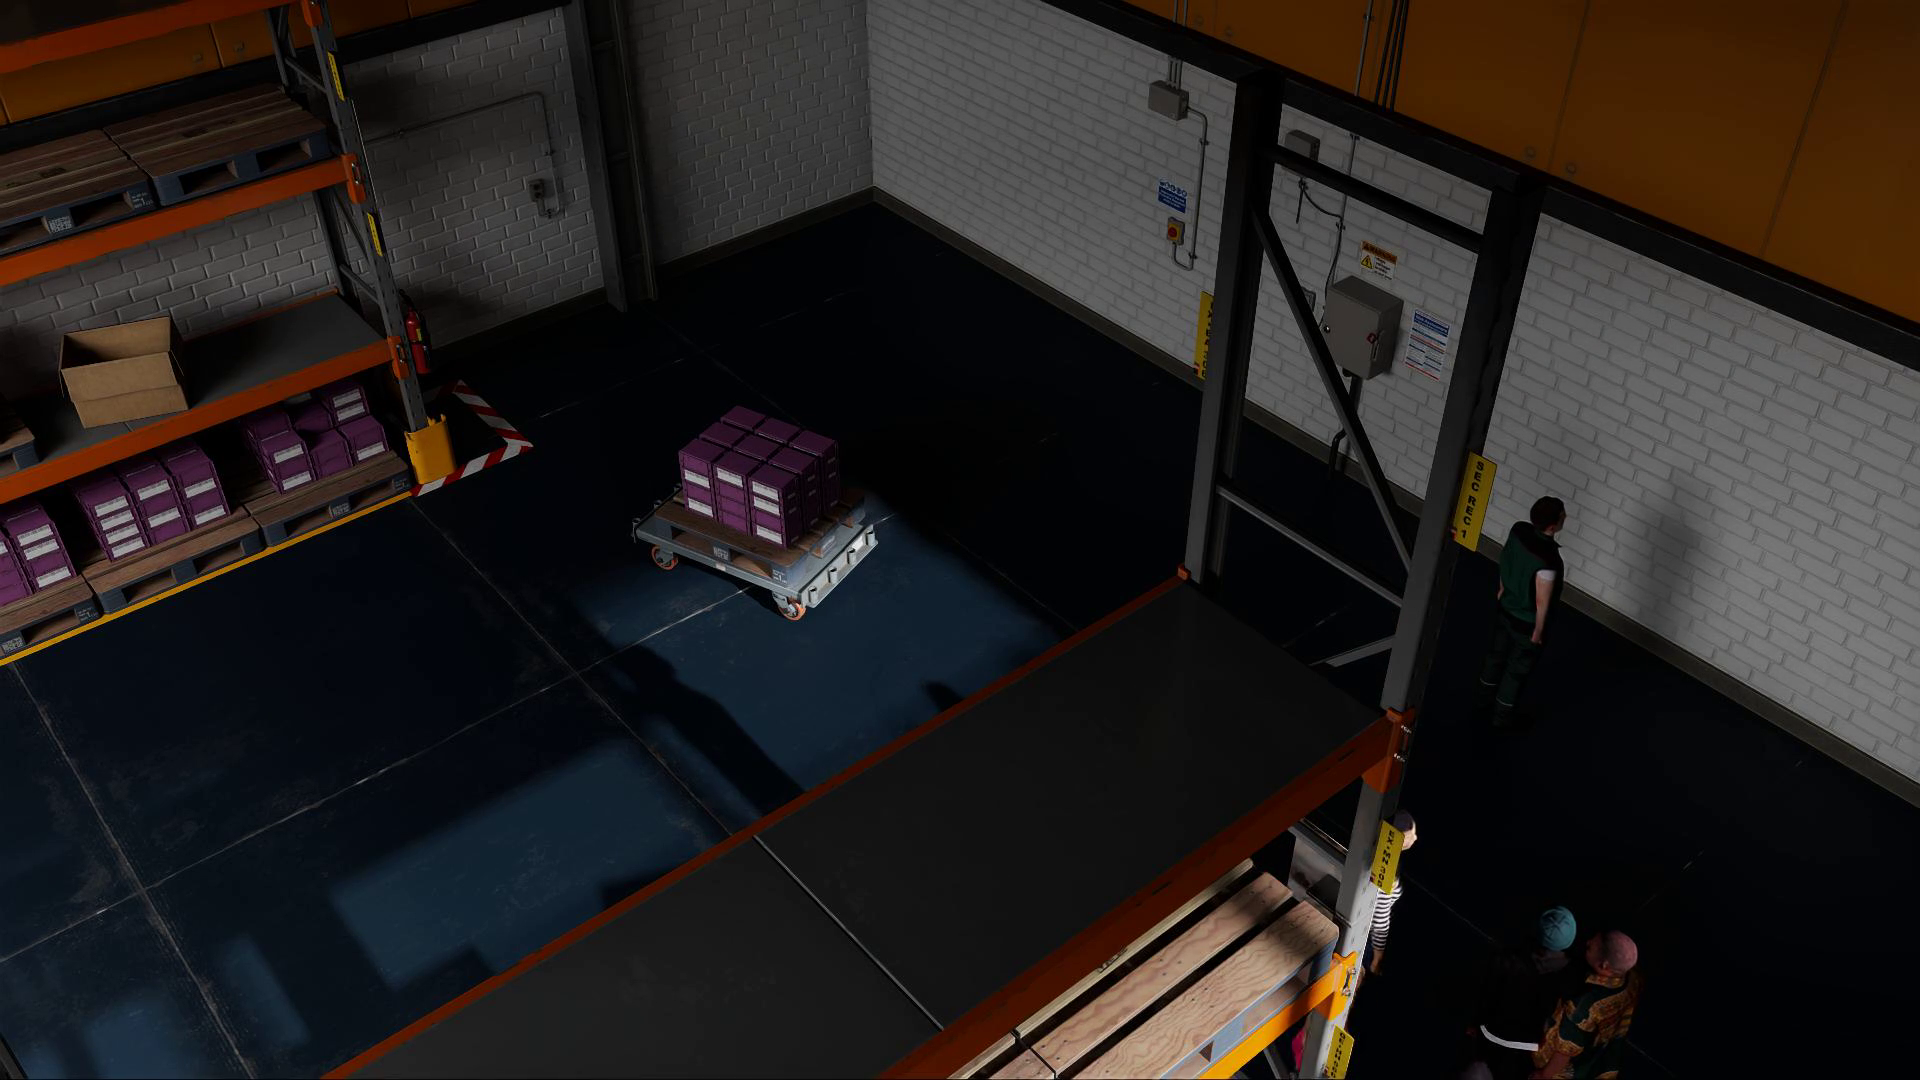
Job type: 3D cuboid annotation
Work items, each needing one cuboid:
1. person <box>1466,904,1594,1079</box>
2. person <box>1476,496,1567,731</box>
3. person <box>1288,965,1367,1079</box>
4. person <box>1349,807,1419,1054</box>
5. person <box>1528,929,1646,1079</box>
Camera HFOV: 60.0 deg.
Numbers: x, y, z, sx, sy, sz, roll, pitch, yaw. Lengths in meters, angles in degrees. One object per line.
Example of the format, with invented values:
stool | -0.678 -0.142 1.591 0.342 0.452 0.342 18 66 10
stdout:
person | 2.801 2.439 8.315 0.759 1.818 0.808 5 39 6
person | 3.658 0.460 10.774 0.718 1.843 0.722 -11 40 -14
person | 1.929 2.567 8.595 0.578 1.270 0.635 -12 40 -15
person | 2.146 2.054 8.818 0.714 1.794 0.673 0 39 0
person | 3.038 2.530 8.210 0.598 1.808 0.759 -31 48 -33
